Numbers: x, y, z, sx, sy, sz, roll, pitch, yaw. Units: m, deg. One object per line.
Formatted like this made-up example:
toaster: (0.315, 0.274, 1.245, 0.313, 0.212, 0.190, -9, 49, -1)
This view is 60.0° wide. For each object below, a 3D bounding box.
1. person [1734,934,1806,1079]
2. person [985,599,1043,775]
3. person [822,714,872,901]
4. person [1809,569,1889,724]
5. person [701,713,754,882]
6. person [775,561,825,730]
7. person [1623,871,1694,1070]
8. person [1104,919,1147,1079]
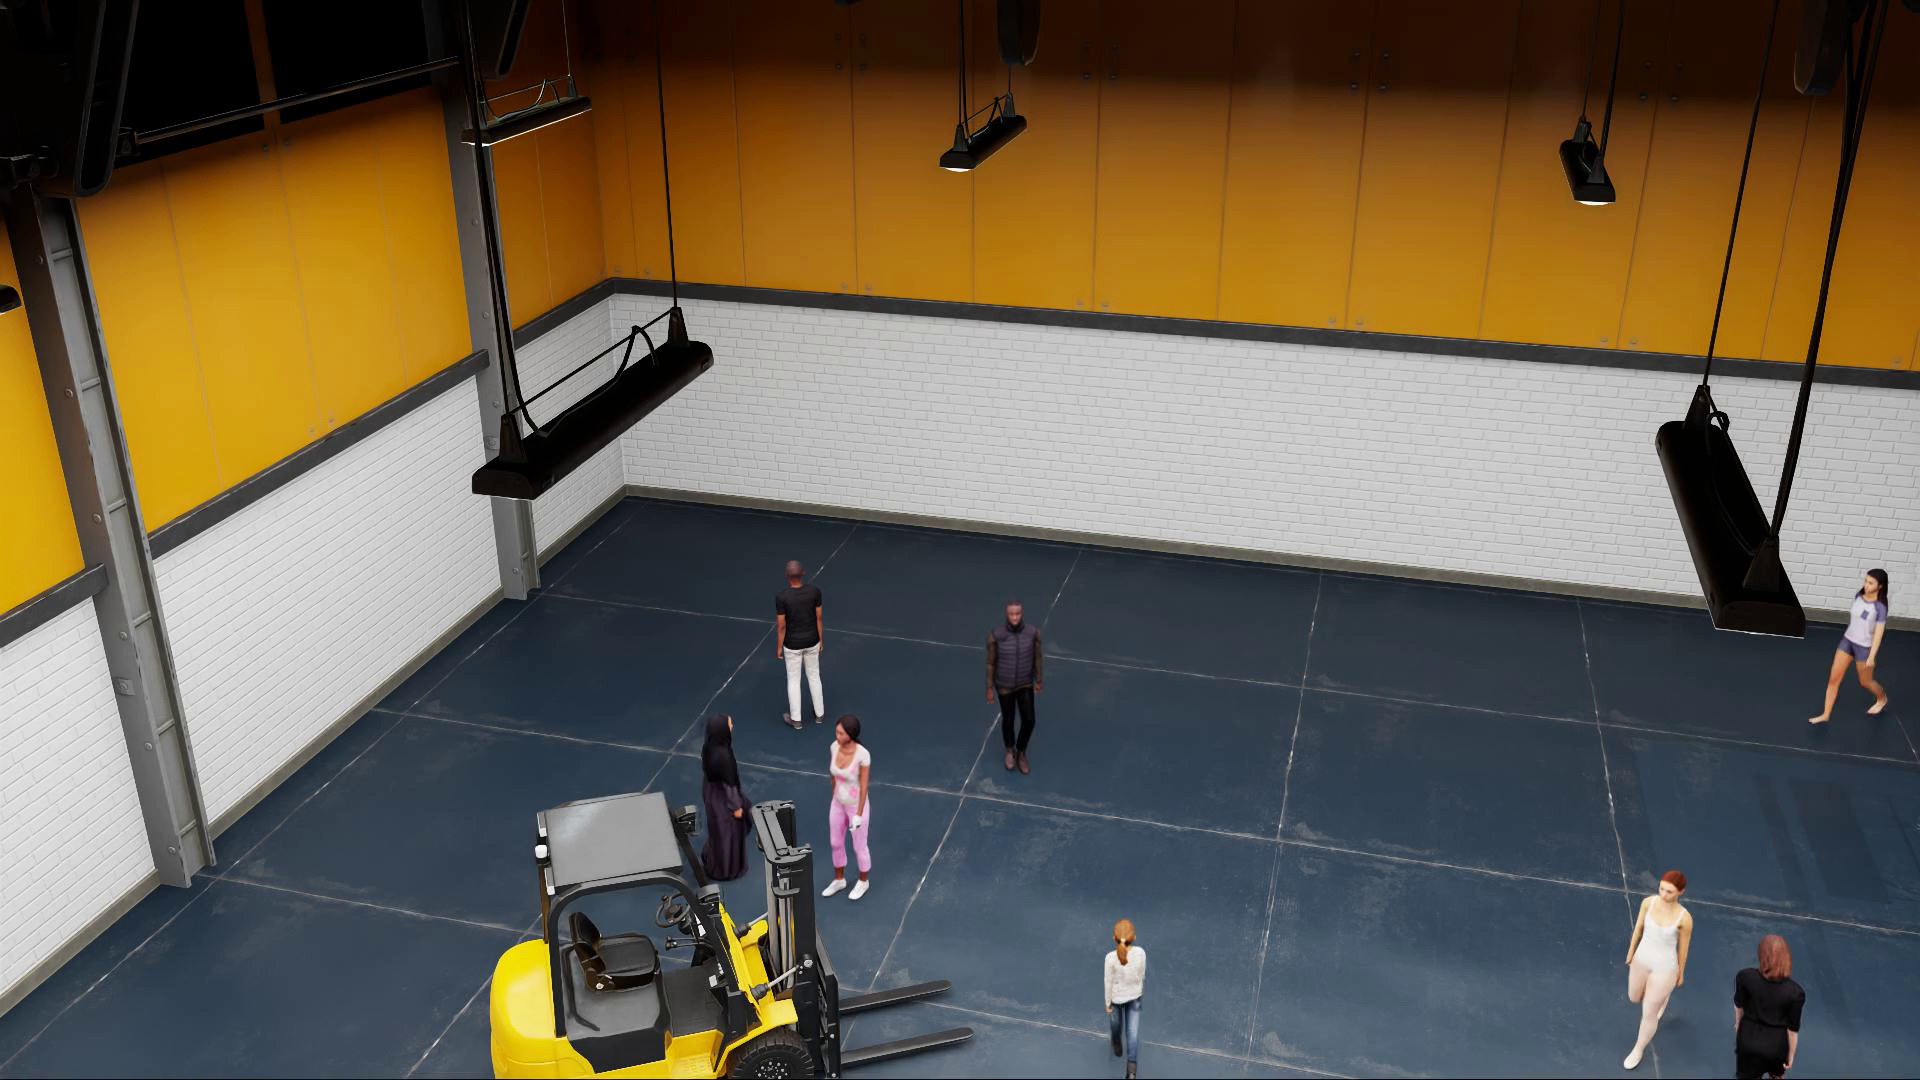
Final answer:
person: (5.437, 3.496, 11.342, 0.714, 1.681, 0.797, 16, 28, 33)
person: (0.519, 1.361, 16.049, 0.821, 1.823, 0.806, -2, 24, -5)
person: (-0.885, 2.251, 14.122, 0.667, 1.735, 0.695, 15, 28, 31)
person: (9.165, 1.090, 16.819, 1.034, 1.702, 1.121, -7, 25, -15)
person: (-2.116, 2.227, 14.332, 0.852, 1.610, 0.808, -8, 25, -18)
person: (-1.610, 1.048, 16.789, 0.752, 1.803, 0.798, -11, 26, -24)
person: (5.188, 3.111, 12.293, 1.007, 1.623, 0.878, -19, 30, -36)
person: (1.220, 3.377, 12.100, 0.657, 1.291, 0.973, -1, 24, -2)
